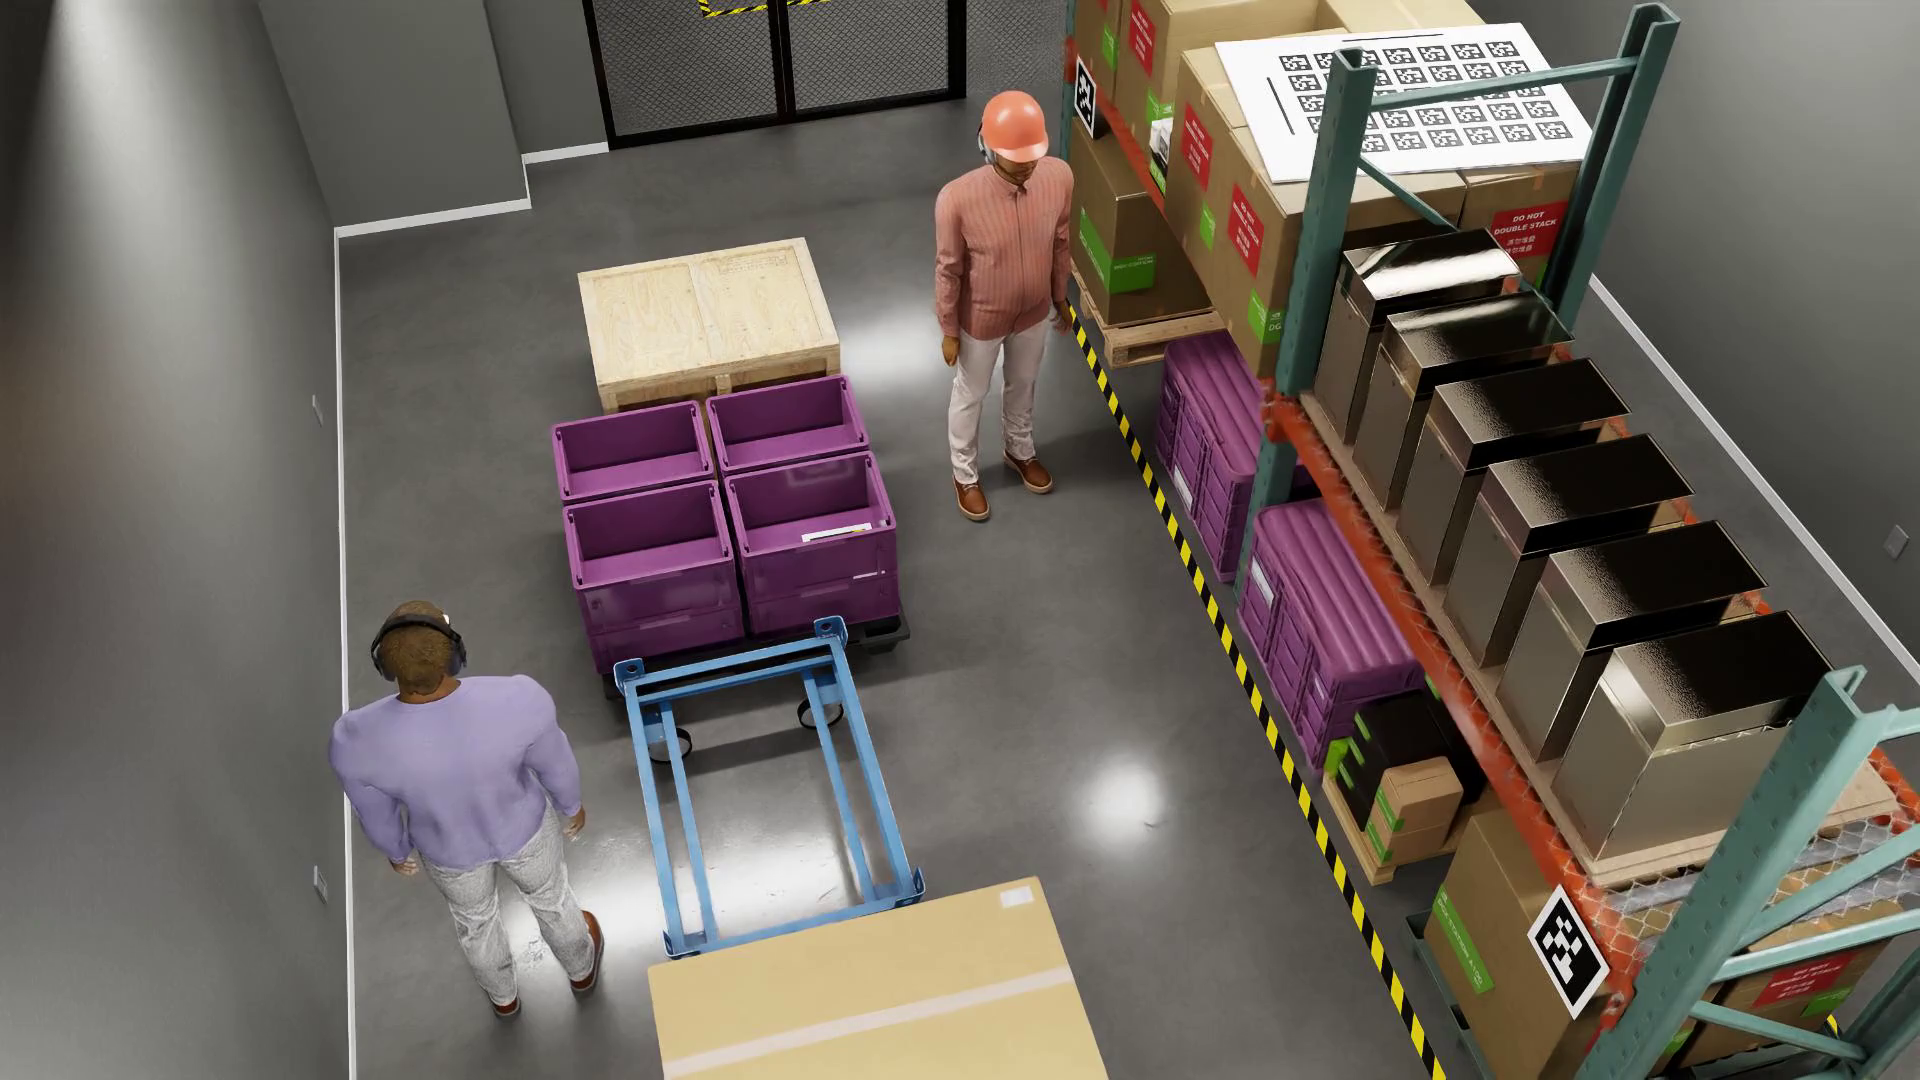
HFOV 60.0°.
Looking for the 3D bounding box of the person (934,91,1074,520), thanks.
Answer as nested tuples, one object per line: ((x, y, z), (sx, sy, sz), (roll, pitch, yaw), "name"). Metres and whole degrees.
((0.186, -0.926, 6.698), (0.611, 1.996, 0.378), (-22, 51, -19), "person")

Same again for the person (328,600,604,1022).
((-1.459, 0.867, 5.089), (0.636, 1.938, 0.358), (-13, 49, -12), "person")
